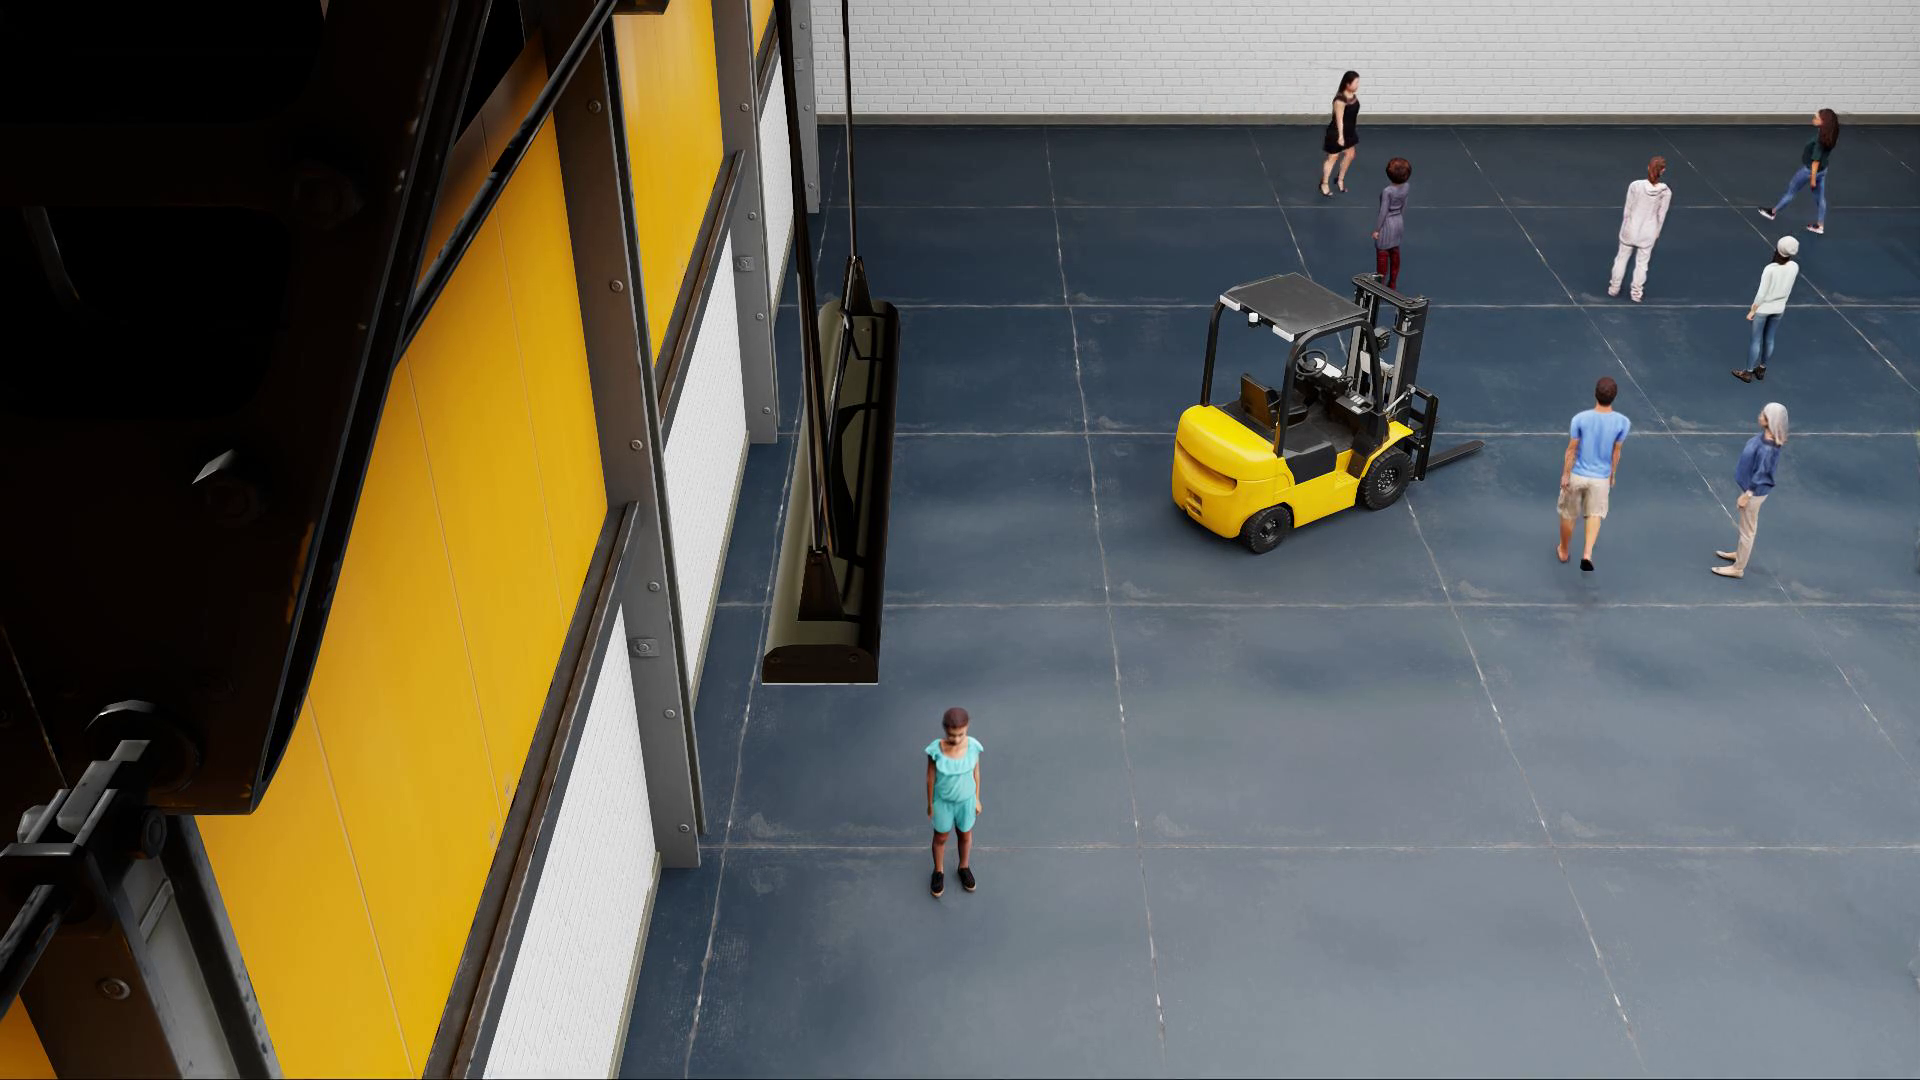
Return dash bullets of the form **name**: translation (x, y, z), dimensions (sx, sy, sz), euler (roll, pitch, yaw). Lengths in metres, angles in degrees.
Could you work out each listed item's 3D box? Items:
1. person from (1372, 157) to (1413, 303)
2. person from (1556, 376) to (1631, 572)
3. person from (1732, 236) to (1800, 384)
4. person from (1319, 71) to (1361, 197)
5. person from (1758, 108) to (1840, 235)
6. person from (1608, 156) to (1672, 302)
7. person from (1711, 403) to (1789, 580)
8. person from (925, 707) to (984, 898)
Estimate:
- **person**: translation (4.988, -3.597, 19.264), dimensions (0.661, 1.710, 0.673), euler (-19, 38, -26)
- **person**: translation (5.502, -0.518, 14.505), dimensions (0.776, 1.850, 0.959), euler (8, 34, 12)
- **person**: translation (8.564, -2.454, 17.603), dimensions (0.618, 1.643, 0.576), euler (-8, 34, -12)
- **person**: translation (4.925, -5.360, 21.920), dimensions (0.867, 1.705, 0.766), euler (17, 37, 24)
- **person**: translation (10.801, -4.604, 20.900), dimensions (1.091, 1.576, 1.168), euler (-24, 41, -32)
- **person**: translation (7.897, -3.621, 19.320), dimensions (0.716, 1.688, 0.723), euler (16, 37, 23)
- **person**: translation (6.958, -0.446, 14.531), dimensions (0.767, 1.701, 0.668), euler (19, 38, 26)
- **person**: translation (-0.044, 1.757, 11.346), dimensions (0.580, 1.558, 0.588), euler (-5, 34, -7)
